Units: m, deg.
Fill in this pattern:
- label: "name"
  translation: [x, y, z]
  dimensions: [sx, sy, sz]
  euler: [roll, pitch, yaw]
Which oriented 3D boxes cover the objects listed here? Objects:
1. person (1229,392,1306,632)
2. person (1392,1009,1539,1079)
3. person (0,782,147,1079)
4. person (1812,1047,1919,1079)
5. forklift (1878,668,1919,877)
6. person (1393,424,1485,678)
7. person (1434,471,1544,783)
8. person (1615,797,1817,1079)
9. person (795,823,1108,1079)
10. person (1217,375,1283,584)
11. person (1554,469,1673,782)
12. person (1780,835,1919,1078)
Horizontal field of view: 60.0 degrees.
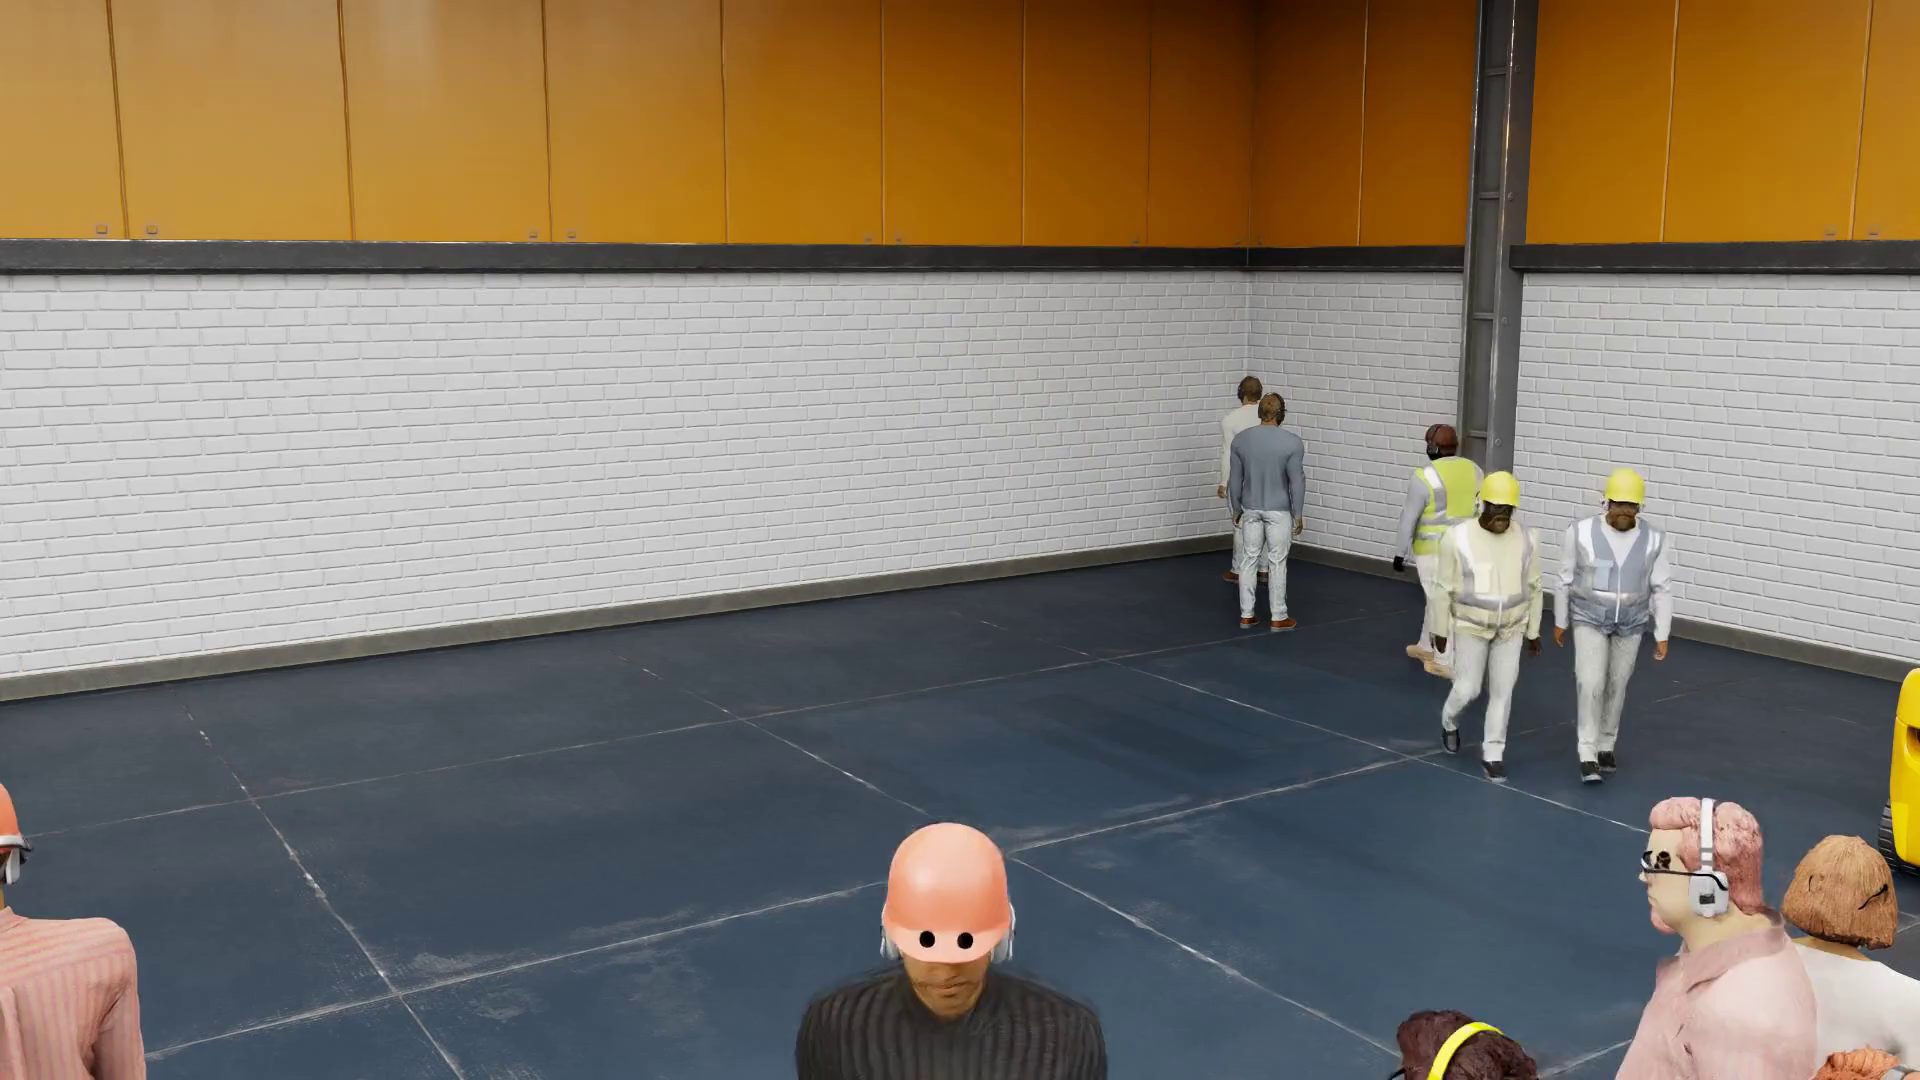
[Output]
- label: "person"
  translation: [2.488, -0.226, 13.477]
  dimensions: [0.635, 1.937, 0.352]
  euler: [6, 11, 33]
- label: "person"
  translation: [0.790, 1.630, 2.664]
  dimensions: [0.540, 1.825, 1.004]
  euler: [-5, 11, -28]
- label: "person"
  translation: [-1.950, 1.420, 3.390]
  dimensions: [0.377, 1.995, 0.611]
  euler: [7, 12, 36]
- label: "person"
  translation: [1.226, 1.632, 2.576]
  dimensions: [0.586, 1.847, 0.930]
  euler: [-3, 10, -18]
- label: "forklift"
  translation: [5.511, 0.571, 7.906]
  dimensions: [2.313, 2.155, 1.214]
  euler: [-6, 11, -33]
- label: "person"
  translation: [3.412, 0.057, 12.130]
  dimensions: [0.661, 1.815, 0.783]
  euler: [-5, 10, -26]
- label: "person"
  translation: [3.051, 0.478, 9.659]
  dimensions: [0.604, 1.804, 0.542]
  euler: [0, 9, 1]
- label: "person"
  translation: [1.495, 1.452, 3.591]
  dimensions: [0.963, 1.855, 0.679]
  euler: [5, 11, 29]
- label: "person"
  translation: [-0.013, 1.486, 3.091]
  dimensions: [0.616, 1.952, 0.922]
  euler: [0, 9, -3]
- label: "person"
  translation: [2.685, -0.558, 15.471]
  dimensions: [0.627, 1.941, 0.370]
  euler: [-3, 10, -19]
- label: "person"
  translation: [3.750, 0.498, 9.490]
  dimensions: [0.613, 1.803, 0.726]
  euler: [1, 10, 8]
- label: "person"
  translation: [2.067, 1.499, 3.998]
  dimensions: [0.285, 1.633, 0.500]
  euler: [-9, 13, -43]
